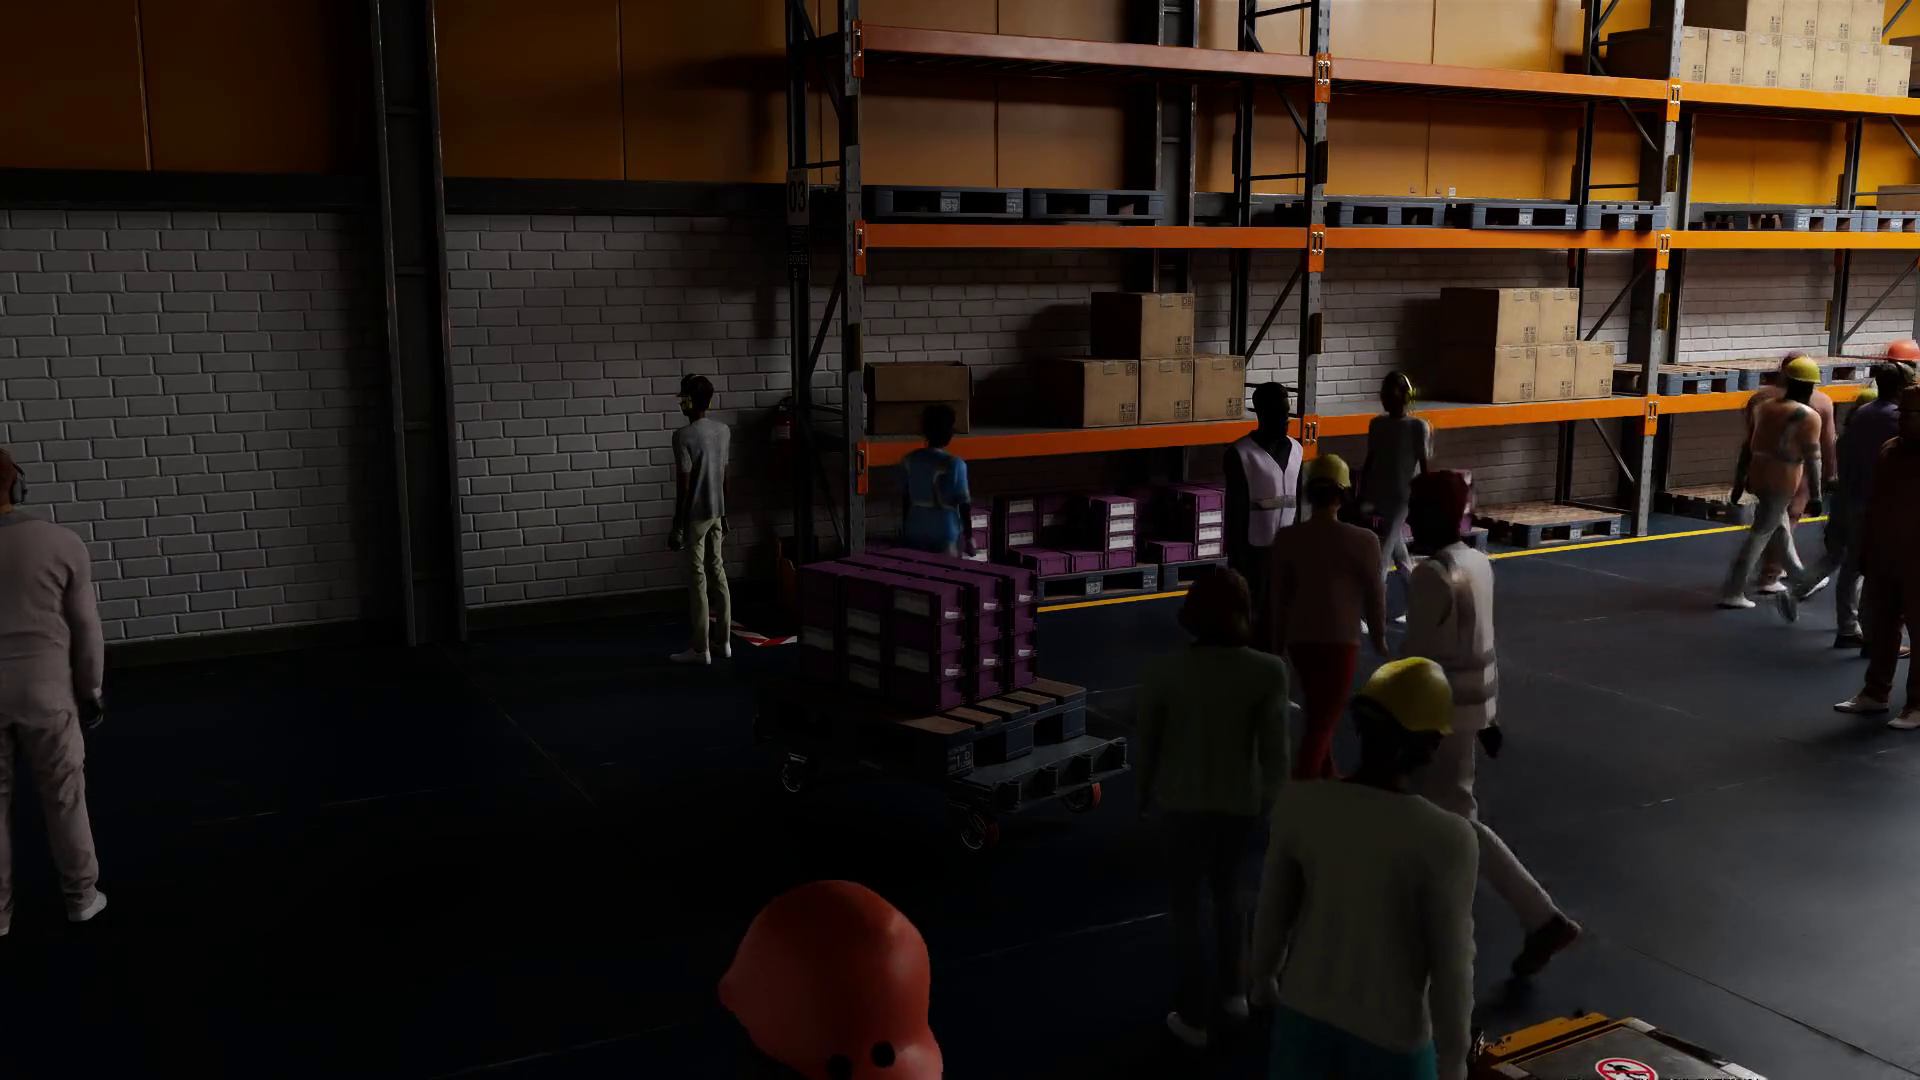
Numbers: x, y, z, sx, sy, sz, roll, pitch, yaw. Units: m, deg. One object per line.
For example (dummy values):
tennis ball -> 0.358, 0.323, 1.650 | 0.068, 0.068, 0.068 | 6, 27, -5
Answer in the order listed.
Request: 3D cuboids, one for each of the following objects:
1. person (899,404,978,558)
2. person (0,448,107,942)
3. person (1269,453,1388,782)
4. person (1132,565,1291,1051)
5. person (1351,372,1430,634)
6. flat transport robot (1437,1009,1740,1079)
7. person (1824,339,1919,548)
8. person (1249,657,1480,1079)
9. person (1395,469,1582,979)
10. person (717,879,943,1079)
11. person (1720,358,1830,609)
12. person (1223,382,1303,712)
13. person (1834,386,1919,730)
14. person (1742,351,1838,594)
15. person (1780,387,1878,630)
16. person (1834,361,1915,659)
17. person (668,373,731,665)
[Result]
person -> -0.146, -0.023, 10.613 | 0.367, 1.684, 0.538 | -9, 13, -43
person -> -3.665, 0.591, 6.433 | 0.652, 1.904, 0.402 | -5, 11, -28
person -> 1.677, 0.458, 7.731 | 0.516, 1.725, 0.911 | 7, 12, 37
person -> 0.823, 0.887, 5.544 | 0.496, 1.614, 0.371 | 0, 10, -3
person -> 3.002, -0.265, 11.614 | 0.971, 1.821, 0.553 | -7, 12, -33
flat transport robot -> 2.082, 1.699, 4.751 | 0.652, 0.197, 1.431 | -6, 11, -30
person -> 7.854, -0.759, 14.190 | 0.745, 1.914, 0.554 | -3, 10, -15
person -> 0.957, 1.117, 3.971 | 0.595, 1.692, 0.926 | 7, 12, 36
person -> 1.893, 0.667, 6.181 | 0.907, 1.859, 0.618 | 6, 12, 32
person -> -0.140, 1.351, 2.089 | 0.541, 1.896, 0.833 | -6, 12, -31
person -> 6.110, -0.413, 12.323 | 1.031, 1.862, 0.600 | -3, 10, -15
person -> 1.722, 0.055, 9.476 | 0.596, 1.918, 0.382 | -8, 13, -40
person -> 5.269, 0.095, 9.284 | 0.405, 1.909, 0.636 | -3, 10, -15
person -> 6.516, -0.529, 12.985 | 0.884, 1.870, 0.657 | -7, 12, -34
person -> 6.145, -0.209, 11.547 | 0.671, 1.717, 0.498 | 0, 10, -1
person -> 6.023, -0.203, 10.907 | 0.377, 1.940, 0.629 | -1, 10, -4
person -> -1.680, -0.133, 10.699 | 0.328, 1.872, 0.513 | 6, 12, 31
